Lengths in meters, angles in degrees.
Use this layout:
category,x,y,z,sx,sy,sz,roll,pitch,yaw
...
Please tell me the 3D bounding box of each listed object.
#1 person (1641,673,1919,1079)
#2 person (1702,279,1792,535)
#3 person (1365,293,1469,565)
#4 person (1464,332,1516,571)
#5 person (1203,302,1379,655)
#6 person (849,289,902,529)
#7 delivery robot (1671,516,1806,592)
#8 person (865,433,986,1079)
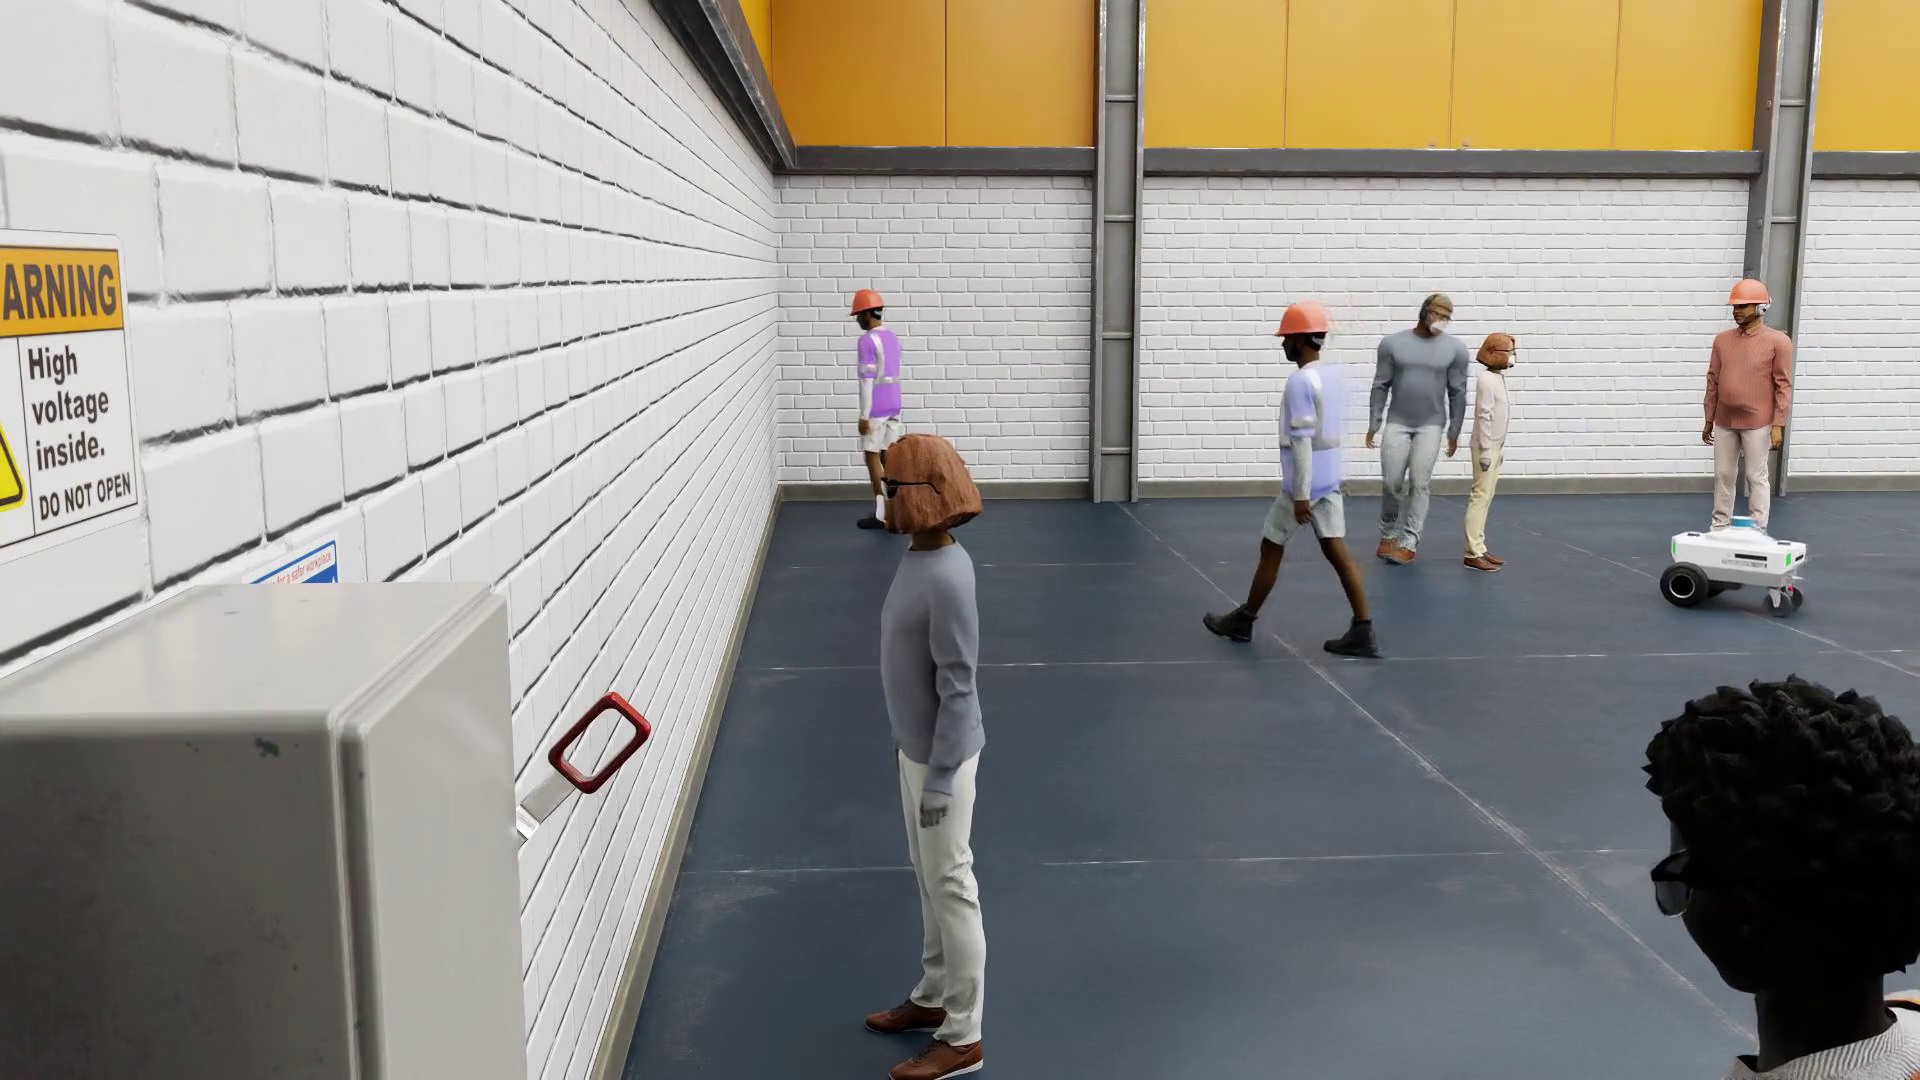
category,x,y,z,sx,sy,sz,roll,pitch,yaw
person,0.710,0.956,1.444,0.533,1.692,0.322,-8,12,-41
person,5.561,-0.848,11.826,0.393,1.992,0.622,-6,11,-31
person,3.195,-0.768,11.676,0.675,1.910,0.522,3,10,19
person,3.660,-0.612,11.475,0.274,1.632,0.503,5,10,28
person,1.838,-0.330,8.932,1.016,1.880,0.569,7,11,36
person,-0.679,-1.044,13.315,0.448,1.912,0.557,5,10,28
delivery robot,4.718,0.099,10.093,0.707,0.478,0.477,8,12,40
person,-0.083,0.545,4.209,0.279,1.634,0.497,-2,9,-12
